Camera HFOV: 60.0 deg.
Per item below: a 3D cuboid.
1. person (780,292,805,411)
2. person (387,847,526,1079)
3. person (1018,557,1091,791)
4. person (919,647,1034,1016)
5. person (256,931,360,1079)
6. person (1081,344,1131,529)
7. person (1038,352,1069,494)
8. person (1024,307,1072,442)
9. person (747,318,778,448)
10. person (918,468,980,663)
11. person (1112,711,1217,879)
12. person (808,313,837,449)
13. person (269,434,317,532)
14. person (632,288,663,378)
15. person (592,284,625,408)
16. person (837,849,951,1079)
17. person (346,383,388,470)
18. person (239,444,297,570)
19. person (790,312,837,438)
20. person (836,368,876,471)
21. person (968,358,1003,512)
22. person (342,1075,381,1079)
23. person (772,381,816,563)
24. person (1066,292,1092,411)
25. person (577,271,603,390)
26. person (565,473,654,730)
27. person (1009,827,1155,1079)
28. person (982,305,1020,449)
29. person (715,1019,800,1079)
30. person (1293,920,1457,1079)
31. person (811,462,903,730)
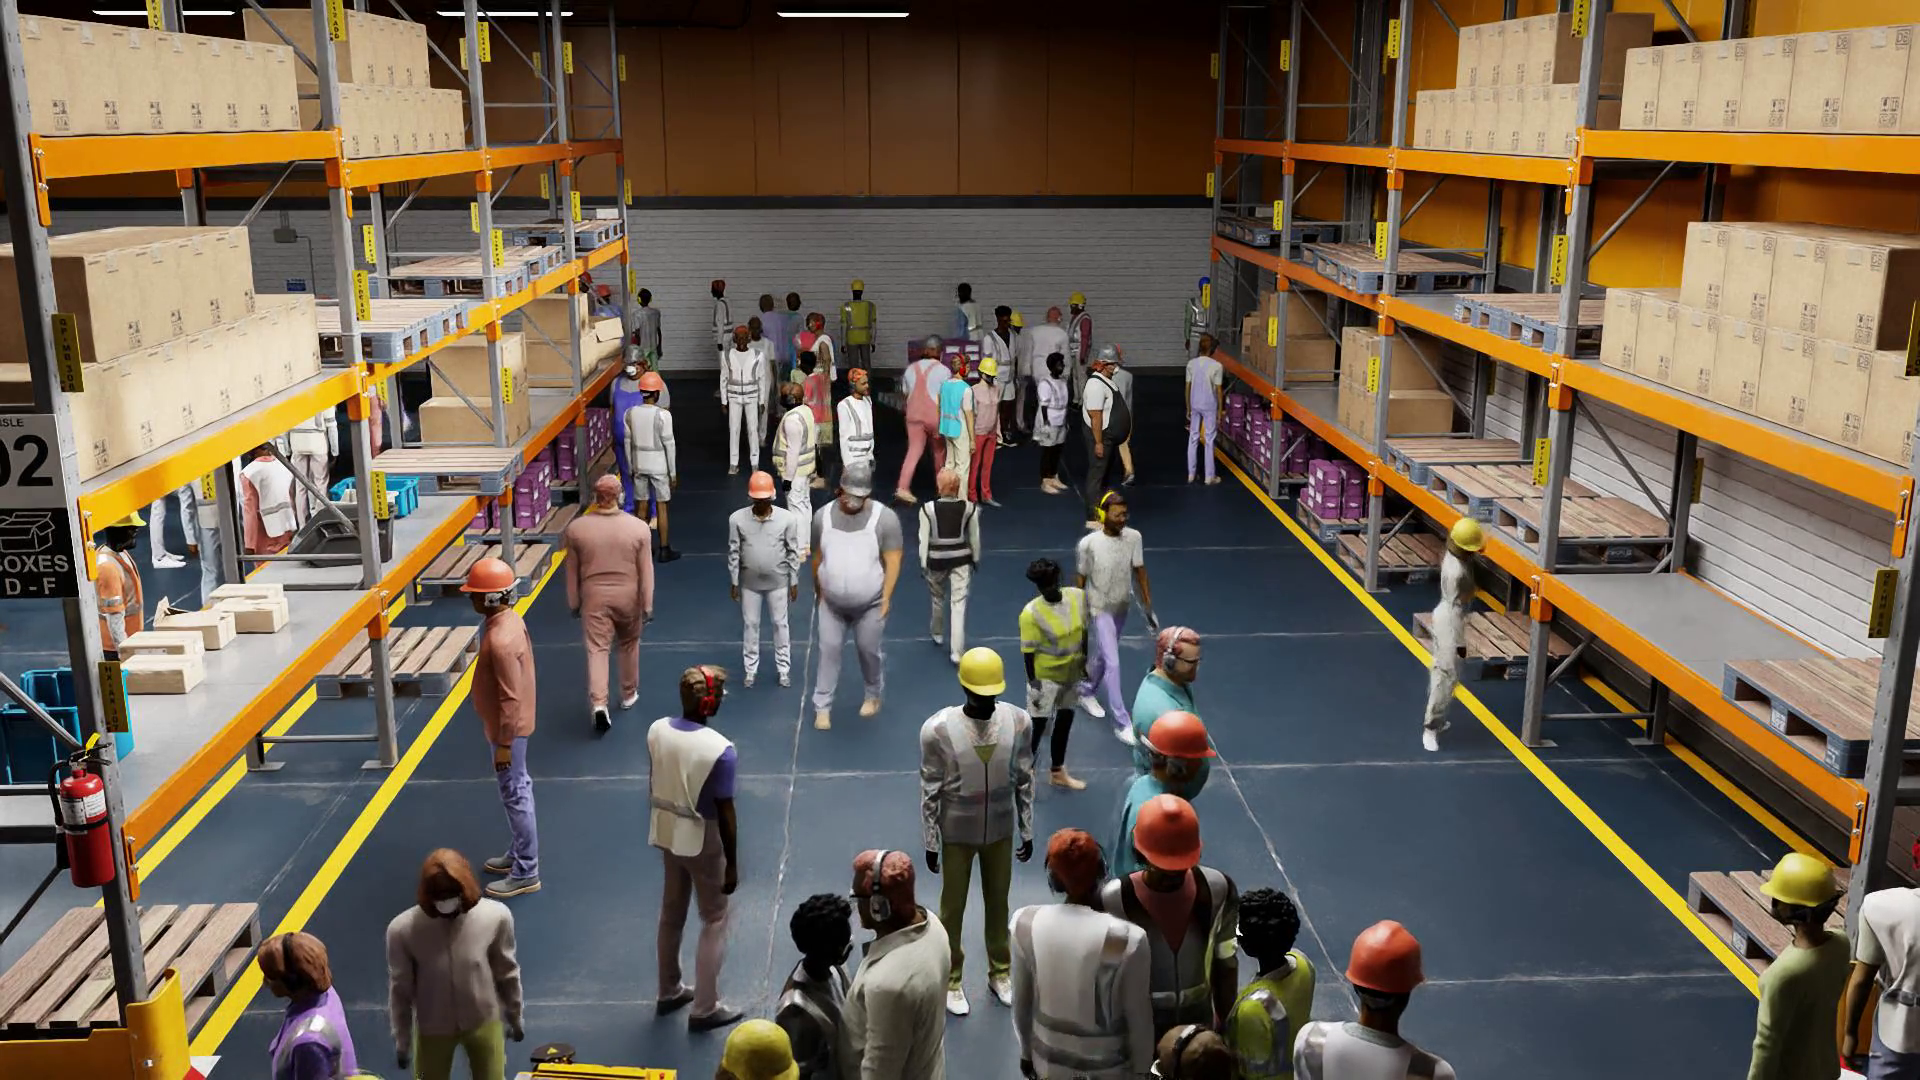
[{"bbox_3d":[-2.538,-2.835,25.266,0.503,1.837,0.345,10,17,35],"label":"person"},{"bbox_3d":[-2.050,1.968,6.828,0.526,1.611,0.553,-5,15,-20],"label":"person"},{"bbox_3d":[0.598,0.895,10.973,0.606,1.662,0.352,-12,18,-39],"label":"person"},{"bbox_3d":[0.095,1.443,8.301,0.586,1.920,0.397,-4,15,-17],"label":"person"},{"bbox_3d":[-2.309,2.170,6.025,0.315,1.631,0.524,-5,15,-19],"label":"person"},{"bbox_3d":[1.607,-1.149,18.228,0.535,2.000,0.680,4,15,15],"label":"person"},{"bbox_3d":[1.125,-1.407,19.933,0.318,1.697,0.538,10,17,33],"label":"person"},{"bbox_3d":[1.276,-2.309,23.149,0.664,1.851,0.893,12,18,39],"label":"person"},{"bbox_3d":[-2.707,-2.076,22.345,0.519,1.794,0.935,-3,15,-11],"label":"person"},{"bbox_3d":[-0.087,0.192,13.862,0.528,1.588,0.883,-2,14,-6],"label":"person"},{"bbox_3d":[0.946,1.682,7.306,1.006,1.936,0.634,0,14,-1],"label":"person"},{"bbox_3d":[-1.867,-2.165,22.606,0.372,1.843,0.570,-3,15,-13],"label":"person"},{"bbox_3d":[-7.211,-1.022,18.060,0.576,1.880,0.350,-5,15,-20],"label":"person"},{"bbox_3d":[-4.808,-2.932,25.573,0.530,1.869,0.311,-13,19,-42],"label":"person"},{"bbox_3d":[-5.411,-2.988,25.727,0.525,1.908,0.562,13,19,42],"label":"person"},{"bbox_3d":[-0.249,2.024,6.076,0.402,1.895,0.653,3,15,11],"label":"person"},{"bbox_3d":[-7.554,-1.866,21.165,0.617,1.984,0.410,4,15,17],"label":"person"},{"bbox_3d":[-5.873,-0.047,14.179,0.410,1.908,0.598,3,15,12],"label":"person"},{"bbox_3d":[-1.991,-2.197,22.772,0.620,1.833,0.430,1,14,4],"label":"person"},{"bbox_3d":[-1.065,-0.856,17.396,0.355,1.883,0.573,7,16,25],"label":"person"},{"bbox_3d":[0.294,-1.215,19.055,0.328,1.759,0.524,13,19,41],"label":"person"},{"bbox_3d":[-1.747,2.332,4.894,0.610,1.891,0.790,-12,18,-38],"label":"person"},{"bbox_3d":[-1.683,-0.693,16.836,0.429,1.846,0.621,2,14,8],"label":"person"},{"bbox_3d":[1.813,-2.891,25.500,0.403,1.826,0.593,-3,15,-13],"label":"person"},{"bbox_3d":[-6.123,-3.391,27.145,0.407,1.986,0.612,9,17,31],"label":"person"},{"bbox_3d":[-2.587,0.442,12.318,0.649,1.873,0.897,-1,14,-6],"label":"person"},{"bbox_3d":[0.450,1.996,6.265,0.626,1.846,0.447,7,16,27],"label":"person"},{"bbox_3d":[0.561,-2.215,22.593,0.599,1.958,0.376,-13,19,-41],"label":"person"},{"bbox_3d":[-0.627,2.306,5.277,0.486,1.738,0.320,-13,19,-42],"label":"person"},{"bbox_3d":[1.344,2.163,5.454,0.544,1.930,0.388,10,18,35],"label":"person"},{"bbox_3d":[-0.770,0.370,12.267,0.701,2.000,0.659,2,14,8],"label":"person"}]
